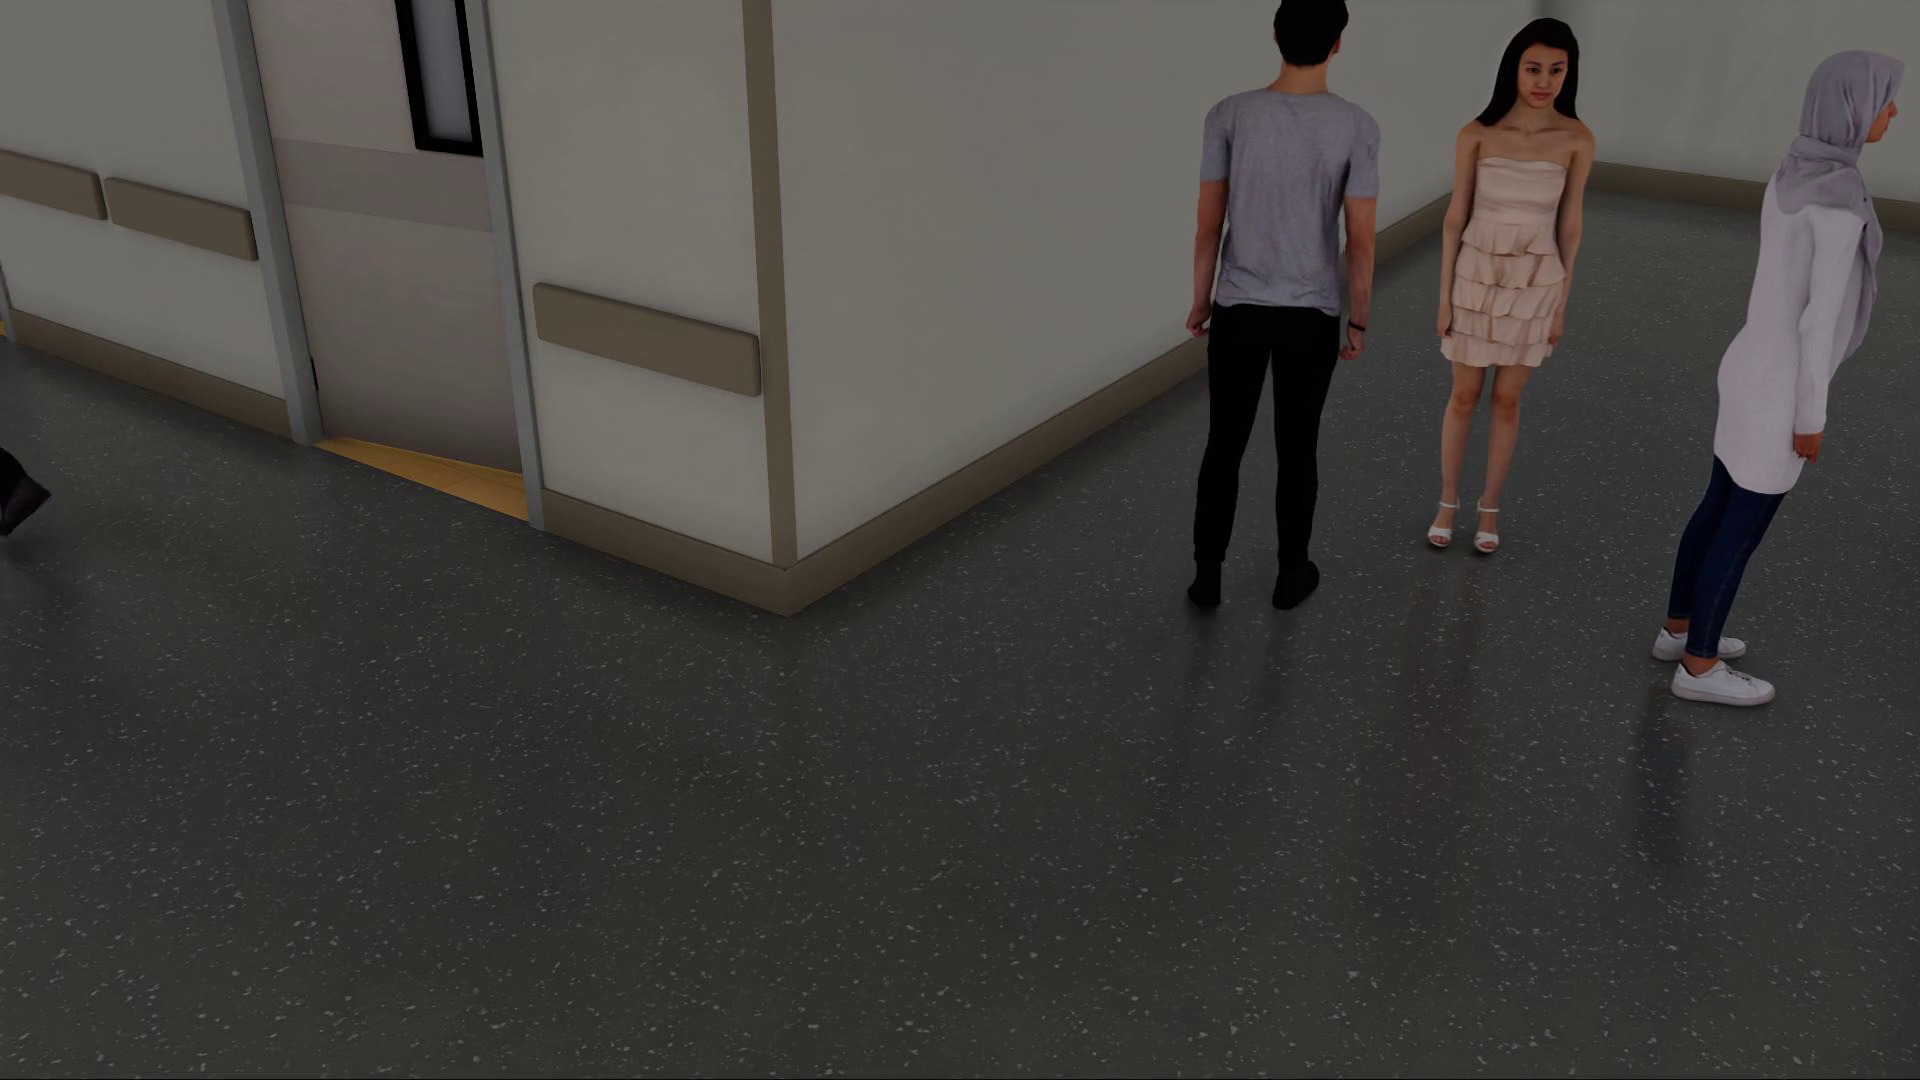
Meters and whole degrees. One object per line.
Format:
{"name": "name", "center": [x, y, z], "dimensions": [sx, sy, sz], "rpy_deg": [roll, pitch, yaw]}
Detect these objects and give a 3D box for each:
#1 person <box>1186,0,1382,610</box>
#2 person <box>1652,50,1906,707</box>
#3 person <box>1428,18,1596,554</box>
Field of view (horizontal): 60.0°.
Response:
{"name": "person", "center": [0.915, -0.671, 4.880], "dimensions": [0.779, 1.892, 0.792], "rpy_deg": [9, 27, 18]}
{"name": "person", "center": [2.165, -0.401, 4.458], "dimensions": [0.748, 1.773, 0.625], "rpy_deg": [4, 26, 9]}
{"name": "person", "center": [1.708, -0.757, 5.245], "dimensions": [0.626, 1.731, 0.628], "rpy_deg": [7, 27, 15]}
